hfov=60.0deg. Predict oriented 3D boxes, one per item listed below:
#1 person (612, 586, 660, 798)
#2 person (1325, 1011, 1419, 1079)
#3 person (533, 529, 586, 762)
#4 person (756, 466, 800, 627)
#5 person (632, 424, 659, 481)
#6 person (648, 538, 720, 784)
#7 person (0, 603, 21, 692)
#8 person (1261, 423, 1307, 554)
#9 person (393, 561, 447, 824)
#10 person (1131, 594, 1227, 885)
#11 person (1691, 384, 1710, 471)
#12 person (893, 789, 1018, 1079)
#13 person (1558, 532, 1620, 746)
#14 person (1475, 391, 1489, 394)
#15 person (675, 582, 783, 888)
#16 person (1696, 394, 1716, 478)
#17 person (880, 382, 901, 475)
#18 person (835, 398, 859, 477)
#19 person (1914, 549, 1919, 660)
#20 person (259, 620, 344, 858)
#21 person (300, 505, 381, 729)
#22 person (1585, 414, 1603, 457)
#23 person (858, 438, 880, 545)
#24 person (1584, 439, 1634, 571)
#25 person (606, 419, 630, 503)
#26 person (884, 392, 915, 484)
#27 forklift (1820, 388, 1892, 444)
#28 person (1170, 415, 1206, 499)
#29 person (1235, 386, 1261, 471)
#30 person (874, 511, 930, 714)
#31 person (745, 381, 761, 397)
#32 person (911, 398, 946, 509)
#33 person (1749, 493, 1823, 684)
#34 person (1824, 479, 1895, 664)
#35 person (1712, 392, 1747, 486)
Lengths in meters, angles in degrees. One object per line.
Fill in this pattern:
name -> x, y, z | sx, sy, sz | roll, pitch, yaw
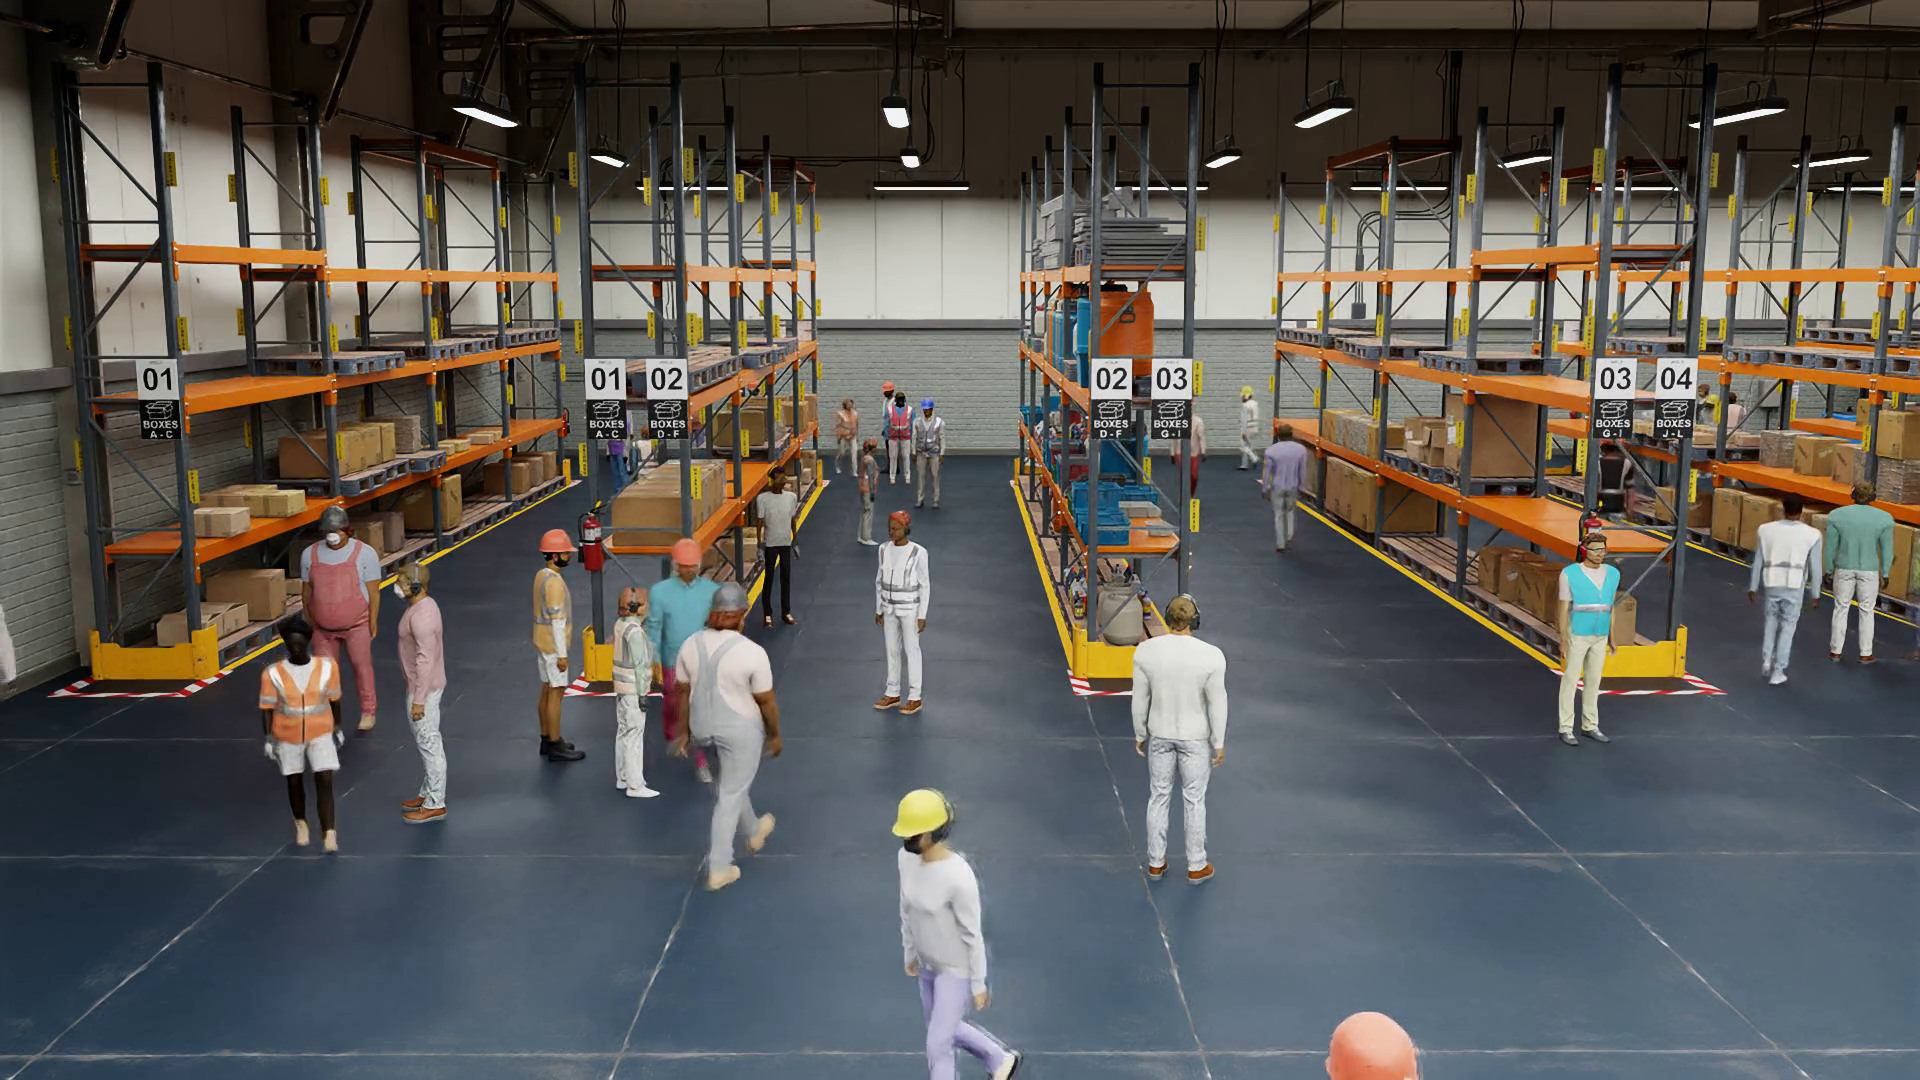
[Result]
person -> -2.532, 1.173, 12.888 | 0.310, 1.638, 0.523 | -5, 10, -27
person -> 1.166, 2.283, 4.693 | 0.642, 1.972, 0.644 | 0, 9, -3
person -> -3.361, 0.870, 13.873 | 0.377, 1.938, 0.547 | -4, 10, -26
person -> -2.103, 0.069, 19.259 | 0.531, 1.867, 0.317 | -4, 10, -26
person -> -5.138, -1.082, 27.389 | 0.514, 1.640, 0.315 | -1, 9, -8
person -> -2.252, 0.923, 13.536 | 0.622, 1.957, 0.978 | -3, 9, -18
person -> -7.641, 1.047, 12.882 | 0.640, 1.888, 0.724 | 0, 9, -2
person -> 4.717, -0.755, 24.360 | 0.651, 1.925, 0.512 | -1, 9, -8
person -> -3.990, 1.114, 12.304 | 0.372, 1.940, 0.630 | -3, 9, -19
person -> 1.453, 1.313, 11.023 | 0.637, 1.938, 0.355 | 4, 10, 22
person -> 15.670, -2.375, 35.068 | 0.347, 1.840, 0.505 | 0, 9, -2
person -> 0.004, 1.938, 7.693 | 0.733, 1.729, 0.541 | -6, 11, -36
person -> 5.410, 0.840, 14.363 | 0.565, 1.846, 0.390 | -3, 9, -17
person -> 11.766, -2.828, 37.662 | 0.543, 1.940, 0.361 | -8, 12, -43
person -> -1.473, 1.234, 11.204 | 0.691, 2.000, 1.005 | 5, 10, 31
person -> 15.058, -2.076, 33.502 | 0.337, 1.725, 0.569 | -6, 10, -32
person -> -1.452, -2.308, 34.364 | 0.387, 1.928, 0.548 | -6, 11, -33
person -> -2.333, -2.116, 34.149 | 0.526, 1.609, 0.740 | -5, 10, -31
person -> 10.266, 0.507, 17.252 | 0.652, 1.617, 0.429 | 7, 11, 38
person -> -4.539, 1.381, 11.492 | 0.542, 1.650, 0.861 | -4, 10, -22
person -> -5.496, 0.686, 14.732 | 0.687, 2.000, 0.535 | -1, 9, -4
person -> 14.329, -2.709, 37.528 | 0.298, 1.744, 0.486 | -9, 12, -44
person -> -1.384, -0.734, 25.195 | 0.314, 1.629, 0.514 | -2, 9, -16
person -> 8.563, -0.434, 21.975 | 0.623, 2.028, 0.633 | 1, 9, 9
person -> -6.133, -1.579, 29.695 | 0.584, 1.919, 0.390 | 8, 12, 42
person -> -1.181, -1.998, 32.681 | 0.619, 1.836, 0.430 | 0, 9, -1
forklift -> 20.072, -3.110, 36.462 | 1.873, 2.768, 1.129 | 0, 9, 0
person -> 4.029, -1.547, 29.401 | 0.655, 1.947, 0.759 | 2, 9, 12
person -> 6.028, -2.306, 34.723 | 0.541, 1.820, 0.609 | 5, 10, 31
person -> -0.548, 0.662, 15.387 | 0.586, 1.883, 0.343 | 7, 11, 36
person -> -4.238, -2.279, 33.999 | 0.396, 1.989, 0.619 | -2, 9, -12
person -> -0.559, -1.520, 29.217 | 0.614, 1.946, 0.389 | 2, 9, 13
person -> 8.205, 0.480, 16.521 | 0.644, 1.887, 0.513 | 7, 11, 37
person -> 9.363, 0.328, 17.357 | 0.635, 1.938, 0.359 | 5, 10, 31
person -> 14.996, -1.972, 32.468 | 0.625, 1.844, 0.429 | 3, 9, 16
